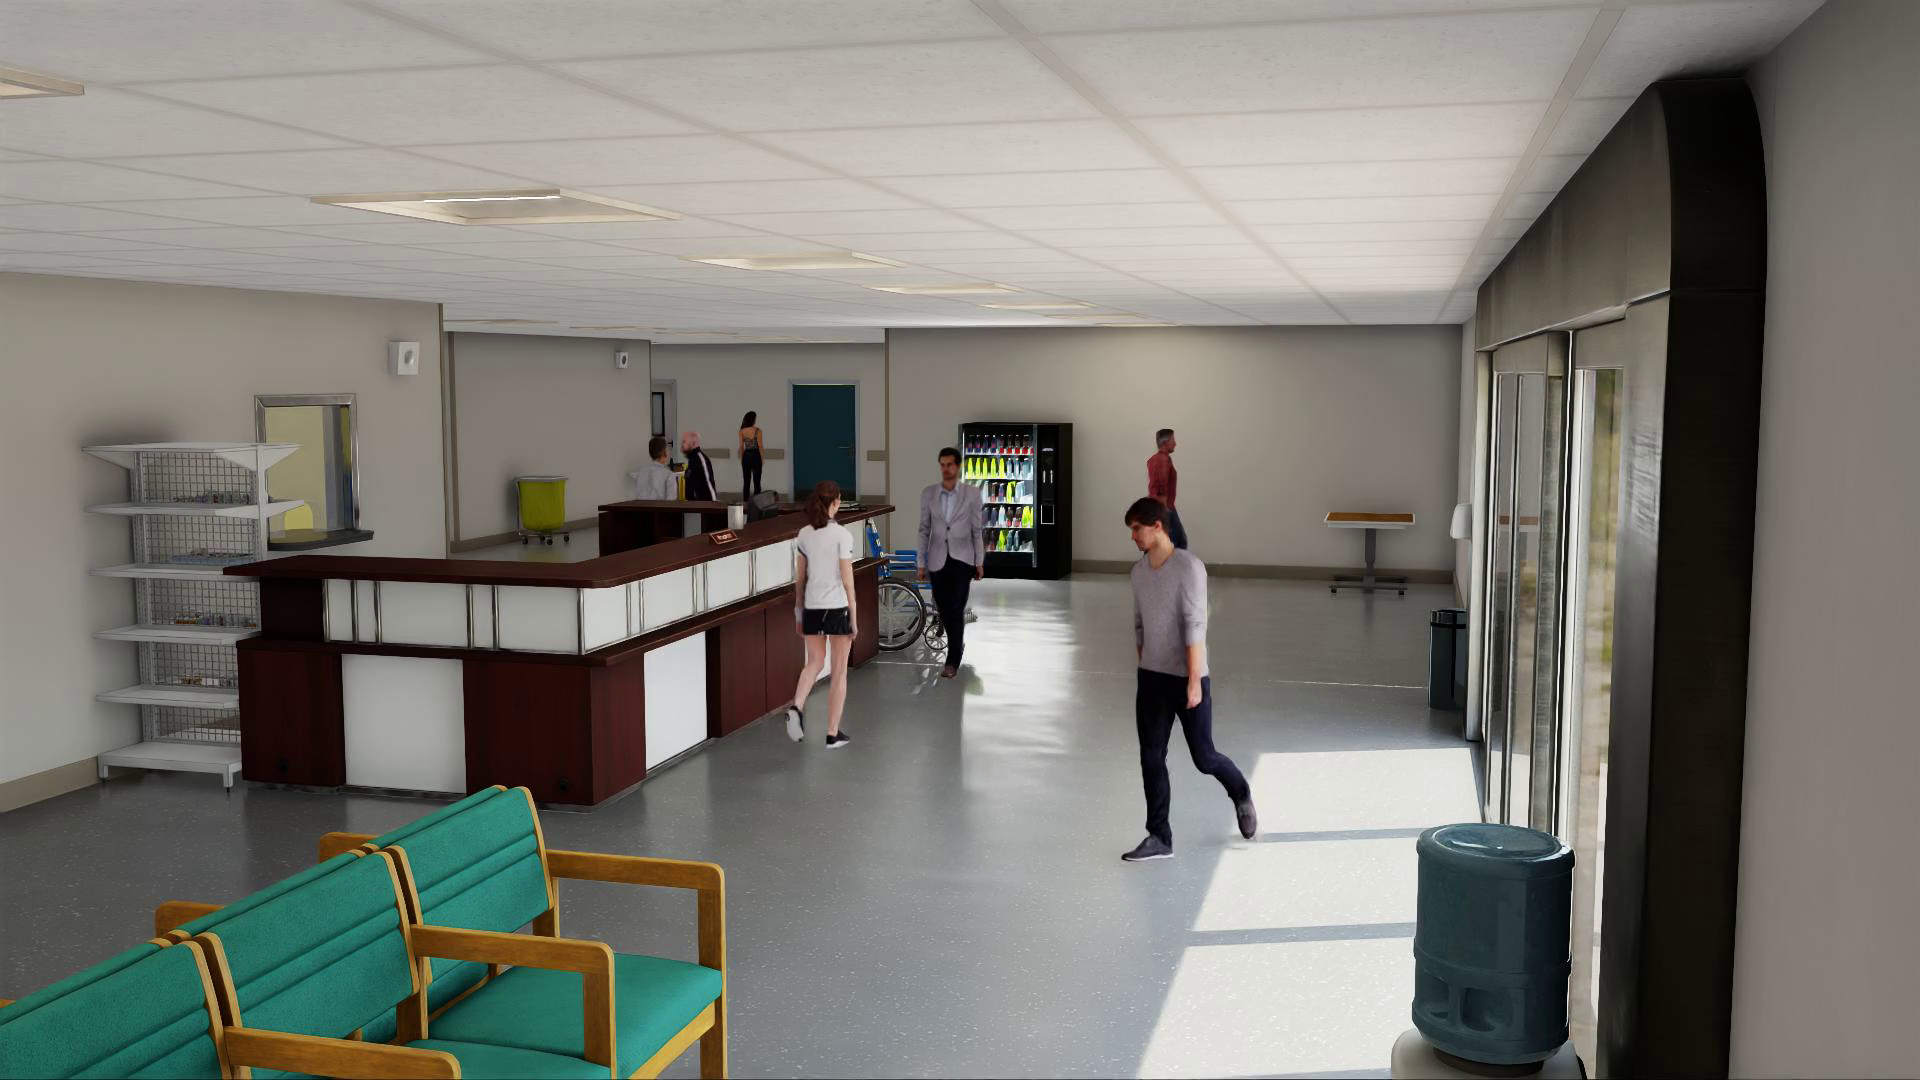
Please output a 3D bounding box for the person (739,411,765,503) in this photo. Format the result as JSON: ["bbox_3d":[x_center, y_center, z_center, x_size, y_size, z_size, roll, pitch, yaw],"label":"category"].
[{"bbox_3d":[-3.656,-1.382,29.200,0.461,1.772,0.662,2,6,17],"label":"person"}]

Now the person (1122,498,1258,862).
[{"bbox_3d":[1.153,0.701,8.357,1.124,1.800,1.134,-6,8,-44],"label":"person"}]

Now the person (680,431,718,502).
[{"bbox_3d":[-2.674,-0.251,17.941,1.381,1.774,1.184,-2,6,-19],"label":"person"}]

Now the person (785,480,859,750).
[{"bbox_3d":[-0.894,0.504,10.625,0.815,1.738,0.704,3,6,24],"label":"person"}]

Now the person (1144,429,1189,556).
[{"bbox_3d":[2.136,-0.310,18.339,0.989,1.812,0.897,-1,6,-12],"label":"person"}]

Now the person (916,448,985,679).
[{"bbox_3d":[-0.053,0.183,13.441,1.121,1.811,0.748,2,6,16],"label":"person"}]

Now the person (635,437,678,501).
[{"bbox_3d":[-3.022,-0.092,16.300,0.915,1.787,0.708,1,6,14],"label":"person"}]
